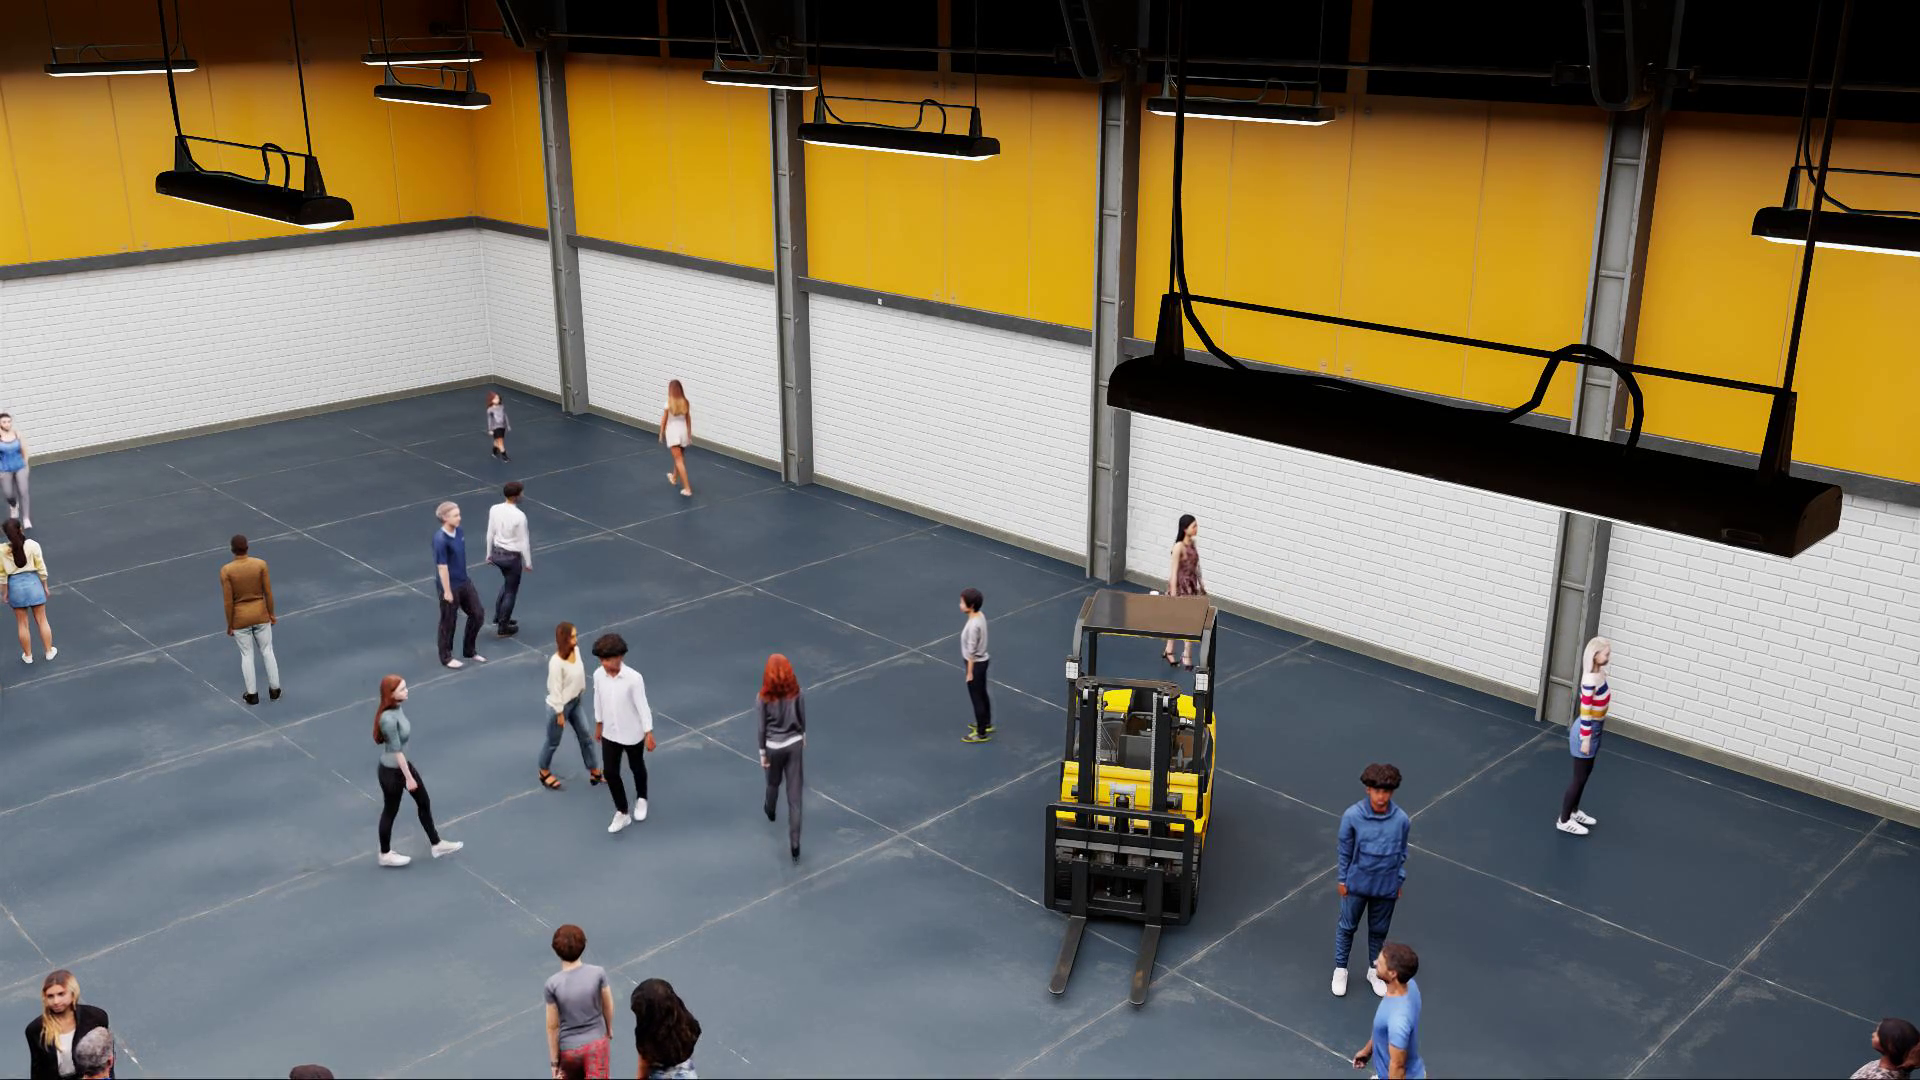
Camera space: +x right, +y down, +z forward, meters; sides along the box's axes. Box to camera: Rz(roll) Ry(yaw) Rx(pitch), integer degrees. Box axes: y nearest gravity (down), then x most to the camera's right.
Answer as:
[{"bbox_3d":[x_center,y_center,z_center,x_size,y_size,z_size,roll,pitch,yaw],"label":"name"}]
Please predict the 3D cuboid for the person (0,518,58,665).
[{"bbox_3d":[-10.157,0.539,18.065,0.699,1.633,0.659,-10,21,-27],"label":"person"}]

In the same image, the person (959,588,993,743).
[{"bbox_3d":[0.168,1.203,16.232,0.686,1.545,0.649,3,19,8],"label":"person"}]

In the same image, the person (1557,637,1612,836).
[{"bbox_3d":[5.431,1.673,14.424,0.605,1.808,0.689,11,21,29],"label":"person"}]

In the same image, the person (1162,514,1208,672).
[{"bbox_3d":[2.315,0.559,17.815,0.810,1.755,0.723,10,21,27],"label":"person"}]

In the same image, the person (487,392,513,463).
[{"bbox_3d":[-7.182,-1.766,25.770,0.807,1.083,0.532,14,23,36],"label":"person"}]

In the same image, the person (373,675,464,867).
[{"bbox_3d":[-4.750,1.938,13.778,0.971,1.718,0.962,-3,19,-8],"label":"person"}]

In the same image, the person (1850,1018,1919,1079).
[{"bbox_3d":[5.125,3.430,9.355,0.562,1.714,0.570,17,25,40],"label":"person"}]

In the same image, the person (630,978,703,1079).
[{"bbox_3d":[-1.649,3.320,9.865,0.684,1.595,0.666,11,21,29],"label":"person"}]

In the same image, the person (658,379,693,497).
[{"bbox_3d":[-4.032,-1.435,23.906,0.731,1.646,1.158,-13,22,-33],"label":"person"}]

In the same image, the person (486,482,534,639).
[{"bbox_3d":[-5.119,0.225,18.697,0.692,1.825,0.857,5,19,15],"label":"person"}]

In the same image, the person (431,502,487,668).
[{"bbox_3d":[-5.534,0.487,17.885,0.898,1.847,0.845,6,19,16],"label":"person"}]

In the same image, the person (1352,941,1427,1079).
[{"bbox_3d":[2.659,3.226,9.805,1.304,1.812,0.880,10,21,27],"label":"person"}]

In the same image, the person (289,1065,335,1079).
[{"bbox_3d":[-3.264,3.561,8.737,0.807,1.860,0.746,0,19,0],"label":"person"}]

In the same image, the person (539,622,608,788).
[{"bbox_3d":[-3.665,1.511,15.171,1.067,1.638,0.889,6,20,18],"label":"person"}]

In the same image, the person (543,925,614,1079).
[{"bbox_3d":[-2.297,3.193,10.217,0.949,1.613,1.203,-5,19,-15],"label":"person"}]

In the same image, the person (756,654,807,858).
[{"bbox_3d":[-1.468,1.845,14.050,1.015,1.720,1.234,-4,19,-12],"label":"person"}]

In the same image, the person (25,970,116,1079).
[{"bbox_3d":[-5.210,3.288,9.840,0.663,1.672,0.642,-8,20,-23],"label":"person"}]

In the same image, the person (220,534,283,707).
[{"bbox_3d":[-7.250,0.800,17.002,0.672,1.817,0.608,-12,22,-31],"label":"person"}]

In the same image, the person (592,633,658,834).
[{"bbox_3d":[-2.936,1.632,14.591,0.980,1.779,1.048,3,19,9],"label":"person"}]

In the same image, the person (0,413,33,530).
[{"bbox_3d":[-12.848,-0.952,22.540,0.643,1.602,0.813,-13,22,-33],"label":"person"}]

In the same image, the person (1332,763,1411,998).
[{"bbox_3d":[2.988,2.452,12.107,0.737,1.811,0.812,1,19,4],"label":"person"}]
